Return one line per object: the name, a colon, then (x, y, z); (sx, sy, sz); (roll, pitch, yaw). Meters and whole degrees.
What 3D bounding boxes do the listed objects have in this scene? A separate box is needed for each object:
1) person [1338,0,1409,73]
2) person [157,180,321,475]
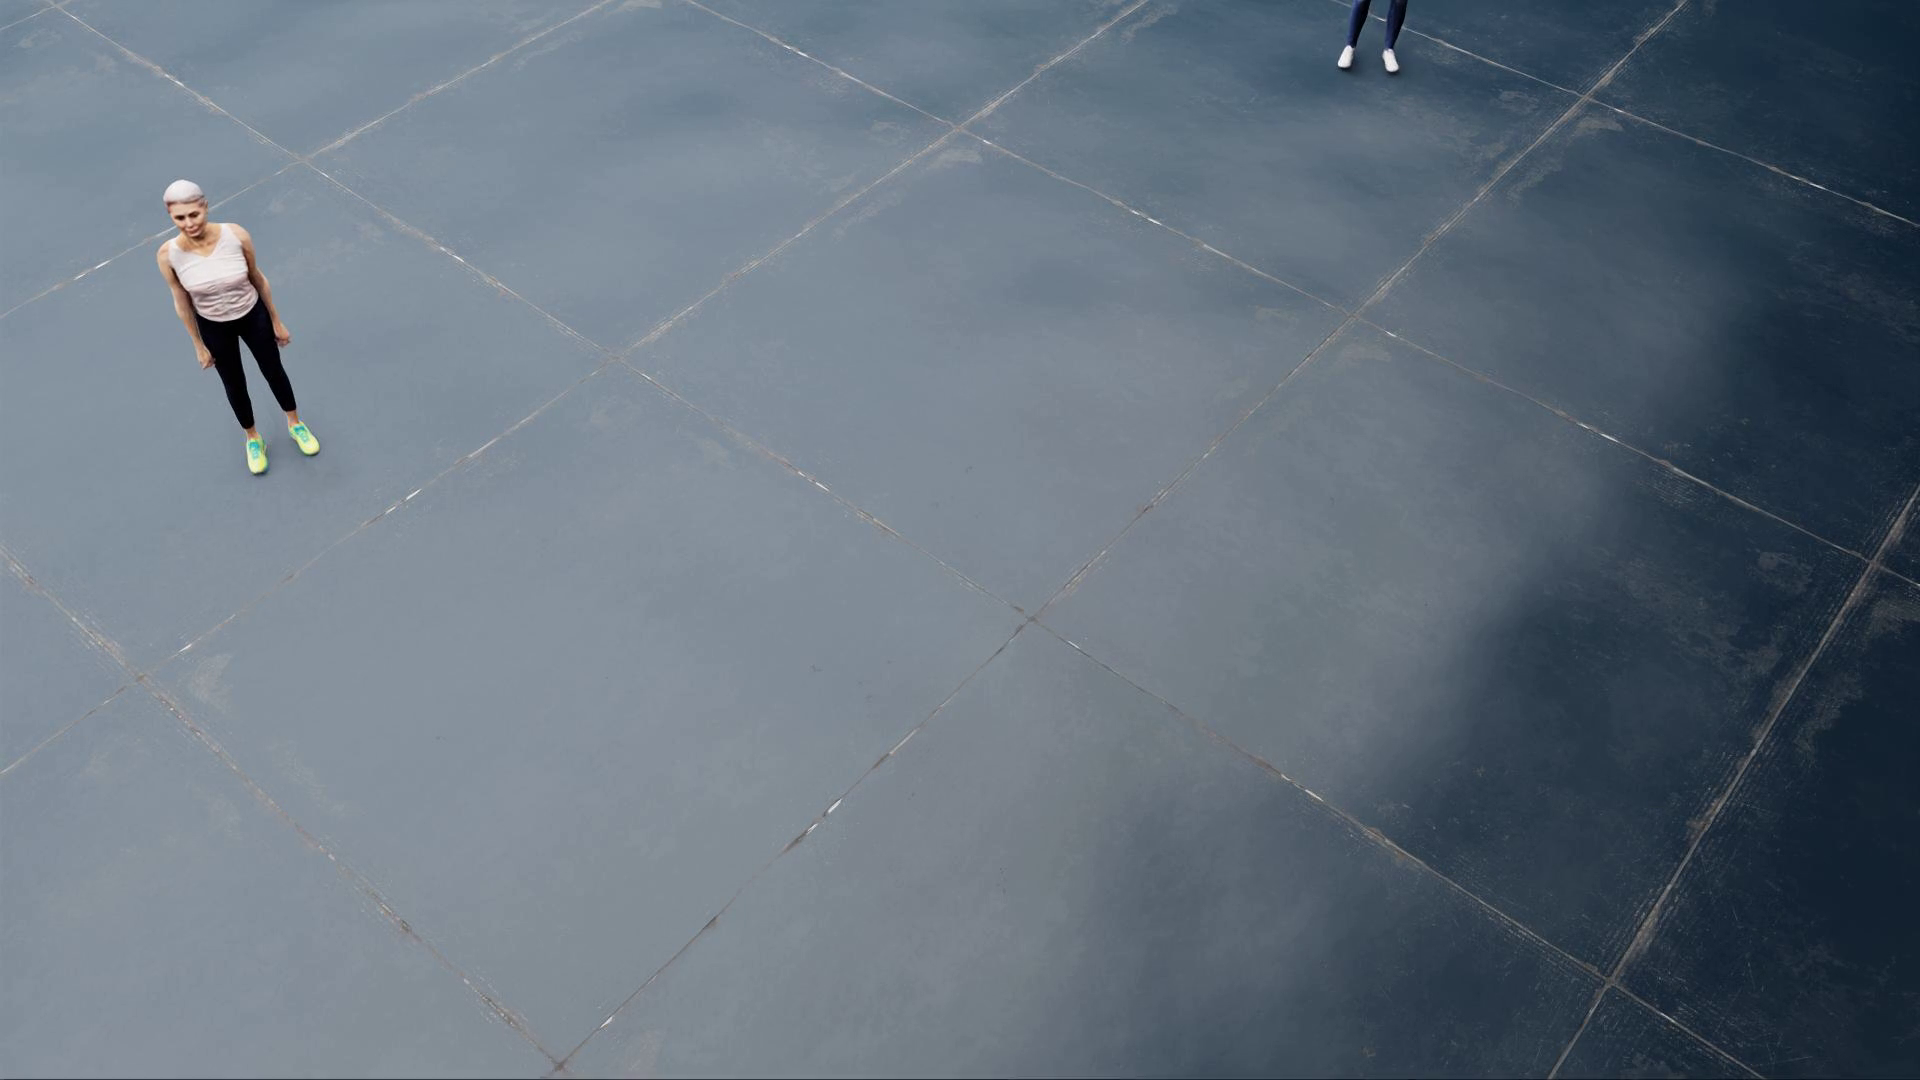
person: (2.840, -3.888, 10.869); (0.668, 1.721, 0.674); (6, 48, 6)
person: (-3.607, -1.072, 8.279); (0.593, 1.701, 0.730); (-23, 51, -20)
